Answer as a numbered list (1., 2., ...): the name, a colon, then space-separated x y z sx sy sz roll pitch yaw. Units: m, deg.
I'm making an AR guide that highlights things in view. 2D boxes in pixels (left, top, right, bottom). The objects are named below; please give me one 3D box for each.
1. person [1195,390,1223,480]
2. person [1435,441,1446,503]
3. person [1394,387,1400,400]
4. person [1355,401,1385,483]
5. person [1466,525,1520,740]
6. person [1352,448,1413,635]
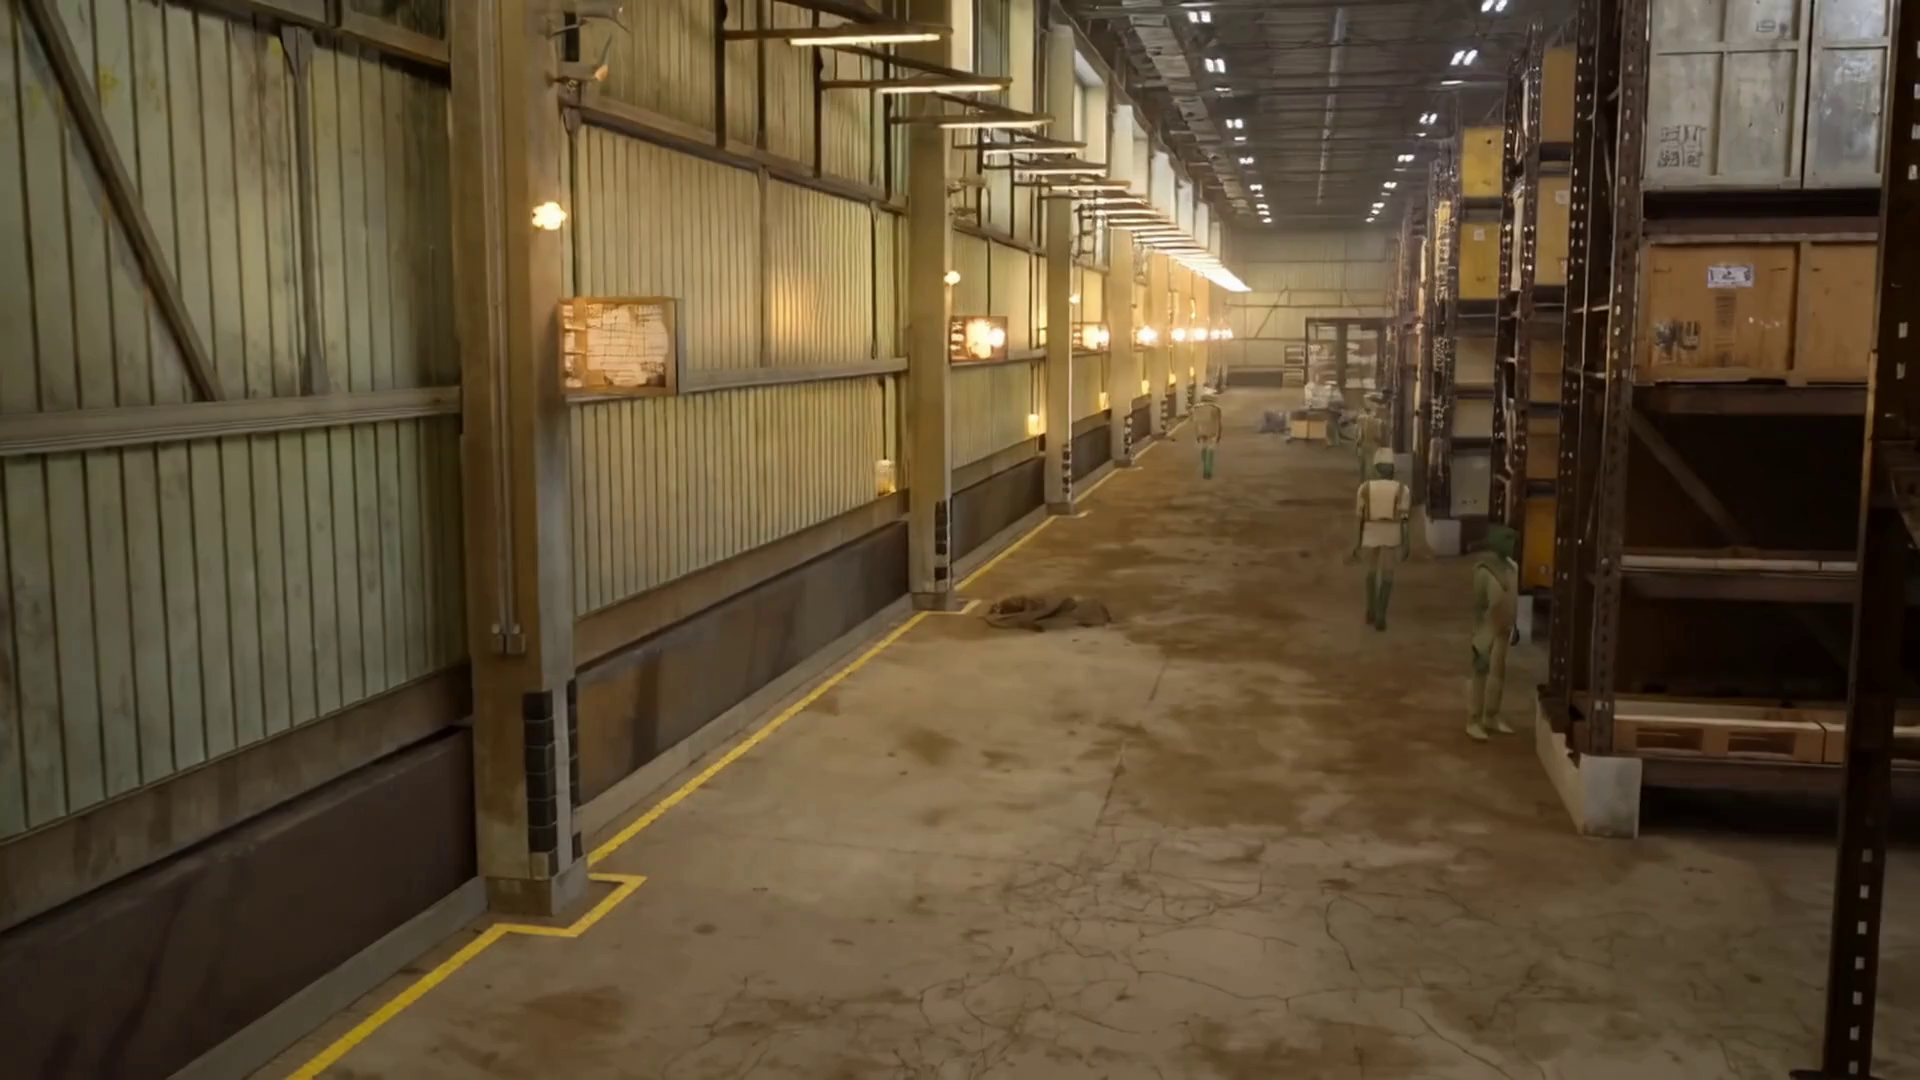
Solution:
1. person: 5.285 -2.234 35.217 0.563 1.879 1.008 2 8 19
2. person: 7.697 -1.011 25.855 0.959 1.772 0.584 0 7 0
3. person: 12.421 -3.599 46.766 0.346 1.735 0.485 -6 9 -38
4. person: 8.242 -1.942 33.453 0.600 1.735 0.614 1 7 12
5. person: 4.088 0.700 12.724 0.521 1.636 0.311 -5 9 -35
6. person: 4.395 -0.001 17.237 0.580 1.904 0.842 3 8 20
